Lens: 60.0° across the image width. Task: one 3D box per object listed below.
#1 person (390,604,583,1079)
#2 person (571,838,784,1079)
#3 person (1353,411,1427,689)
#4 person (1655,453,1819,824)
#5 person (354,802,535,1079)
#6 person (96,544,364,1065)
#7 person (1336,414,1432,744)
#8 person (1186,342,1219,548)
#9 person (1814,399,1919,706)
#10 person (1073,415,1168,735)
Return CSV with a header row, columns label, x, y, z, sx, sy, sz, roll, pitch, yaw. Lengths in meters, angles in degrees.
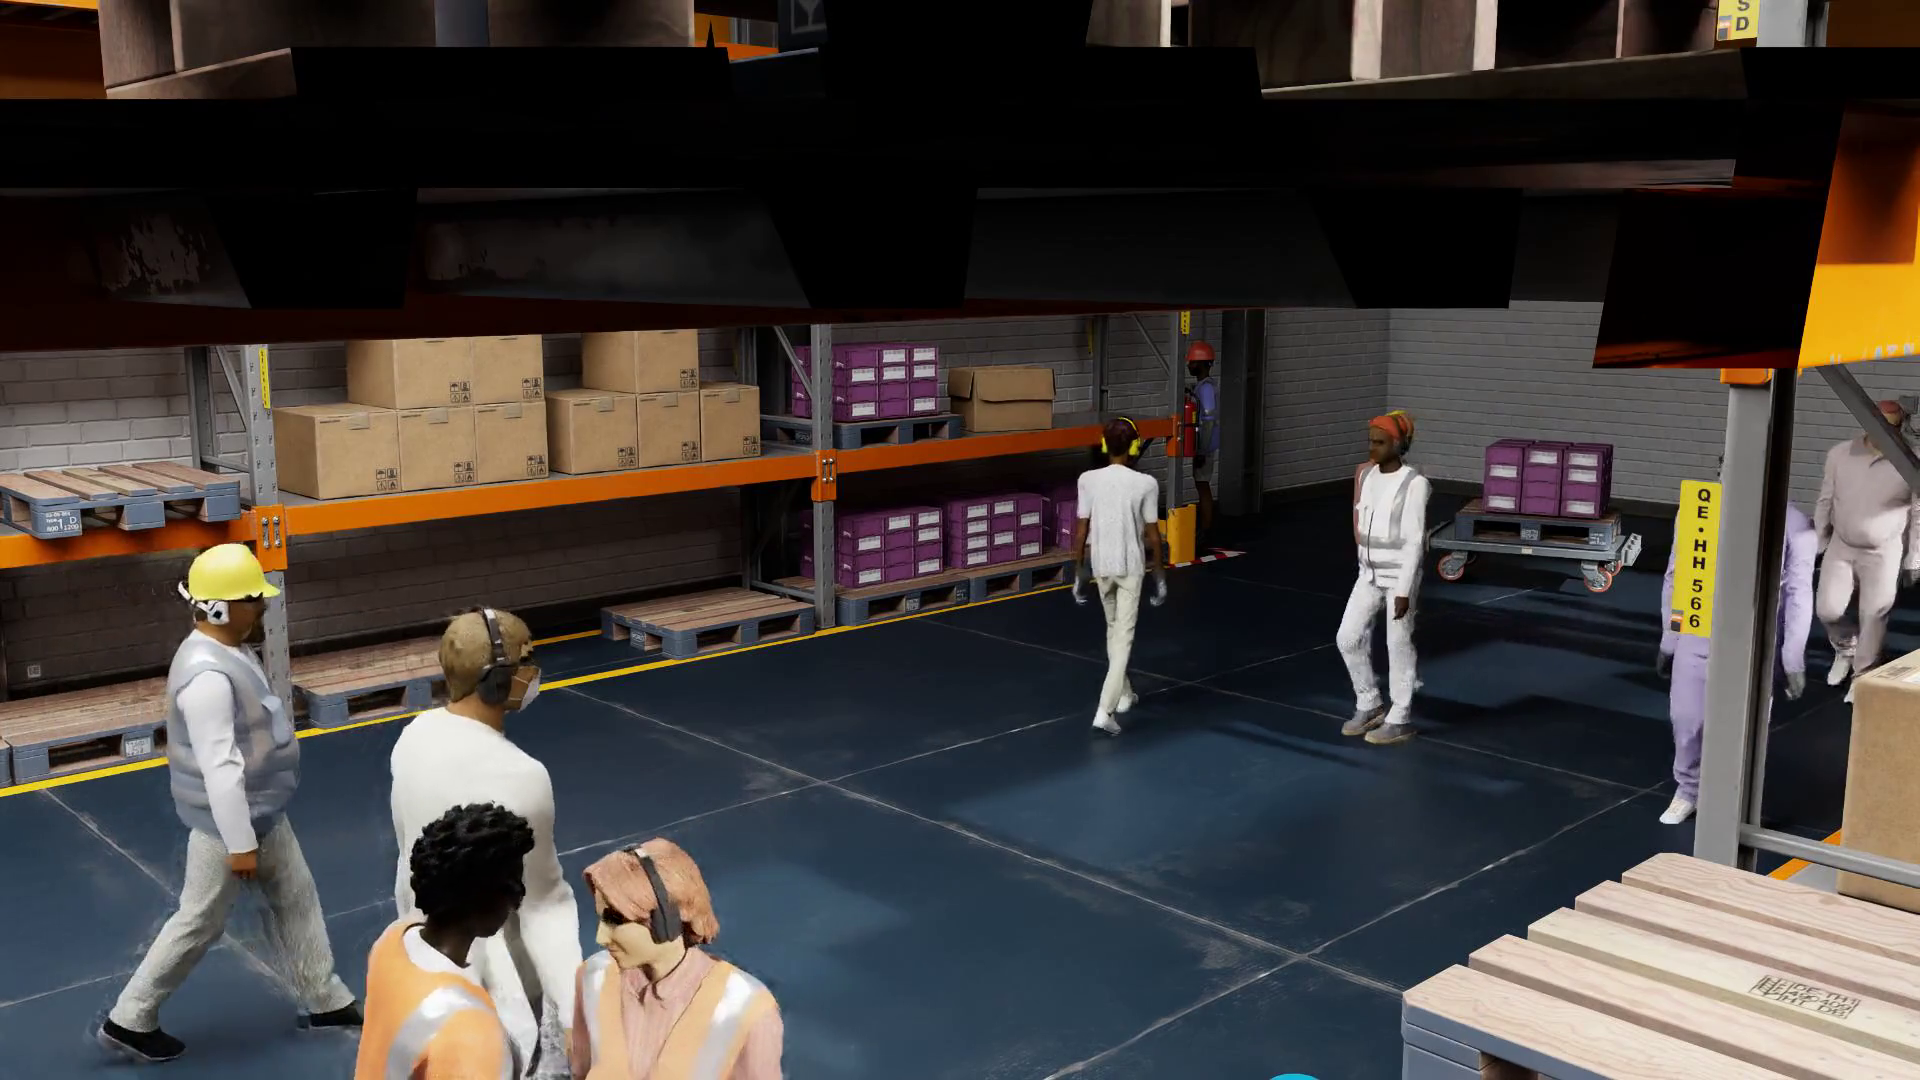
label,x,y,z,sx,sy,sz,roll,pitch,yaw
person,-1.202,1.095,4.196,1.033,1.890,0.651,-8,12,-38
person,-0.530,1.358,3.416,0.535,1.614,0.629,5,11,25
person,2.730,0.066,10.554,0.315,1.770,0.524,-8,13,-40
person,3.605,0.478,7.777,0.685,1.905,0.395,9,13,42
person,-1.025,1.341,3.365,0.521,1.660,0.552,-5,11,-27
person,-2.500,0.896,5.636,0.922,1.792,0.606,-2,10,-14
person,2.365,0.232,9.280,0.501,1.867,0.576,-5,11,-27
person,2.251,-0.889,15.647,0.357,1.936,0.551,1,10,5
person,5.555,0.071,10.173,0.660,1.884,0.448,9,13,44
person,0.927,0.186,9.687,0.538,1.831,0.940,5,11,28
